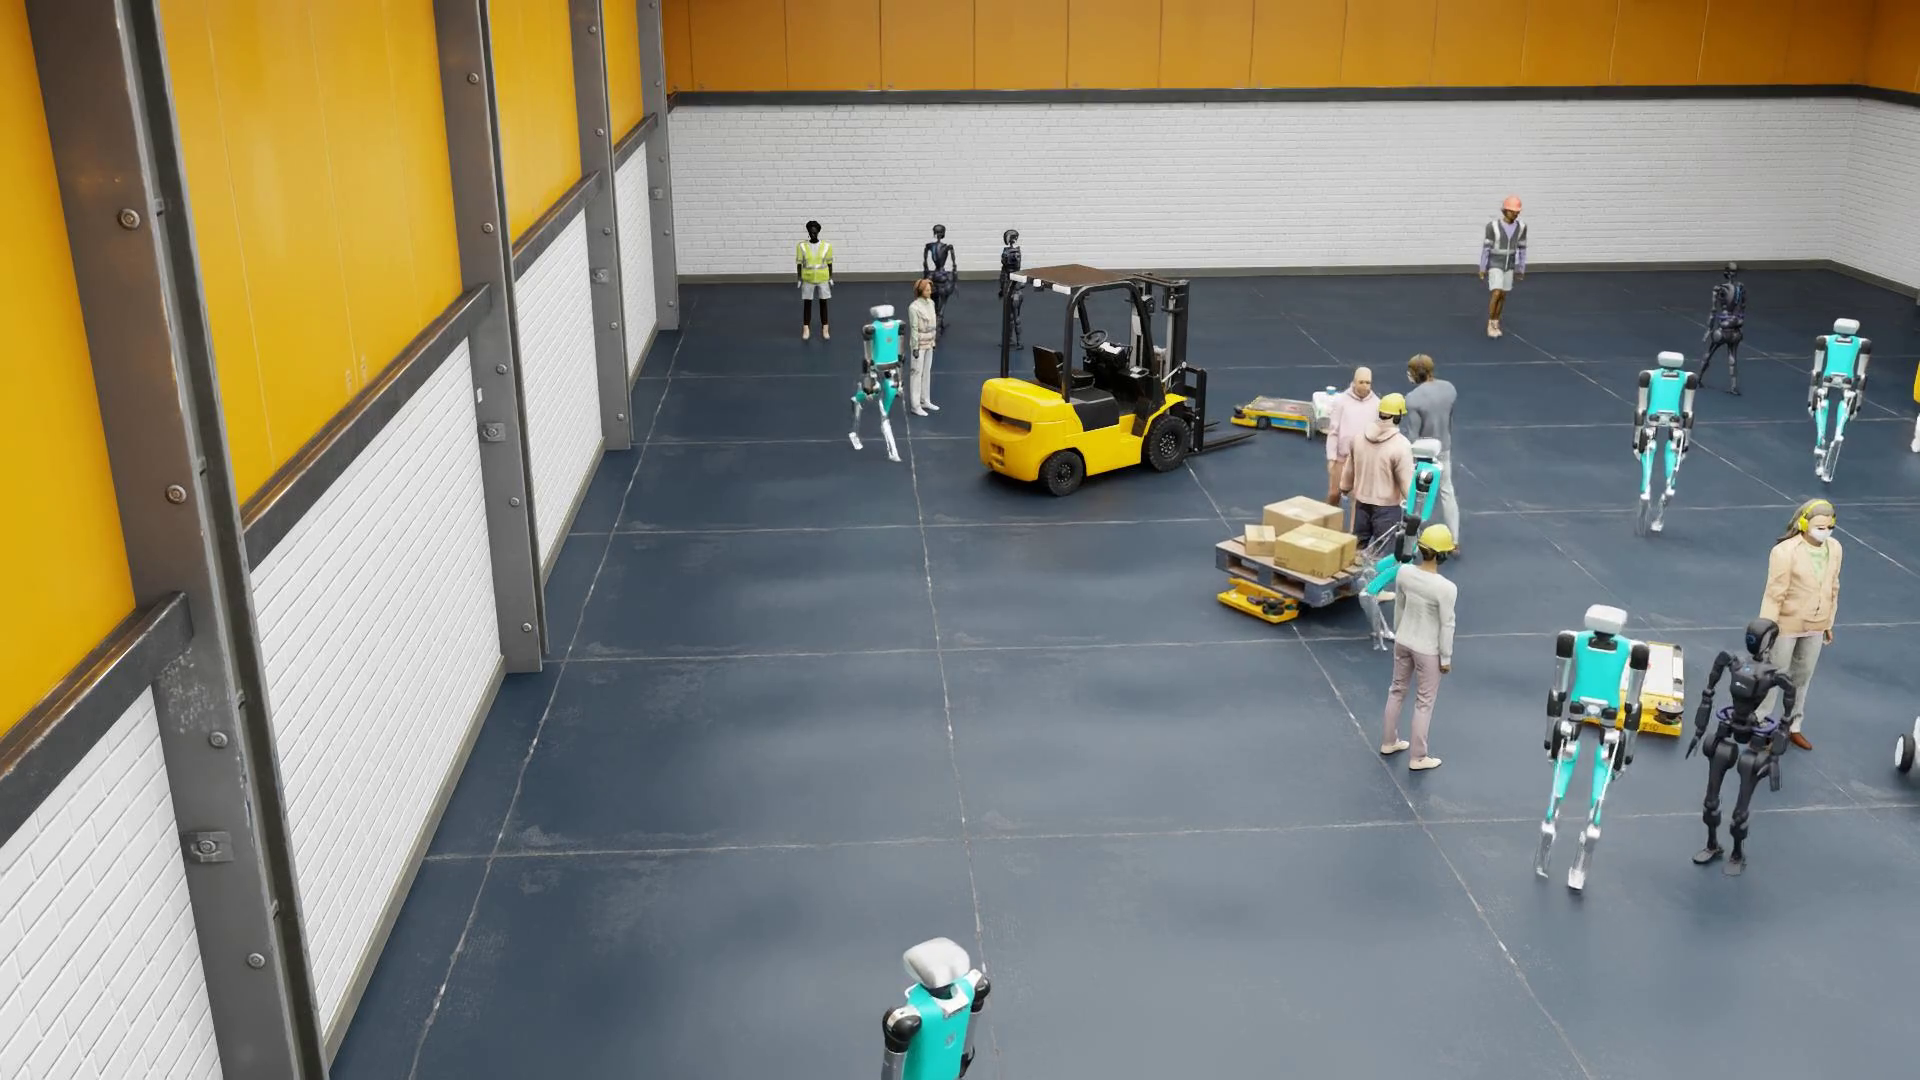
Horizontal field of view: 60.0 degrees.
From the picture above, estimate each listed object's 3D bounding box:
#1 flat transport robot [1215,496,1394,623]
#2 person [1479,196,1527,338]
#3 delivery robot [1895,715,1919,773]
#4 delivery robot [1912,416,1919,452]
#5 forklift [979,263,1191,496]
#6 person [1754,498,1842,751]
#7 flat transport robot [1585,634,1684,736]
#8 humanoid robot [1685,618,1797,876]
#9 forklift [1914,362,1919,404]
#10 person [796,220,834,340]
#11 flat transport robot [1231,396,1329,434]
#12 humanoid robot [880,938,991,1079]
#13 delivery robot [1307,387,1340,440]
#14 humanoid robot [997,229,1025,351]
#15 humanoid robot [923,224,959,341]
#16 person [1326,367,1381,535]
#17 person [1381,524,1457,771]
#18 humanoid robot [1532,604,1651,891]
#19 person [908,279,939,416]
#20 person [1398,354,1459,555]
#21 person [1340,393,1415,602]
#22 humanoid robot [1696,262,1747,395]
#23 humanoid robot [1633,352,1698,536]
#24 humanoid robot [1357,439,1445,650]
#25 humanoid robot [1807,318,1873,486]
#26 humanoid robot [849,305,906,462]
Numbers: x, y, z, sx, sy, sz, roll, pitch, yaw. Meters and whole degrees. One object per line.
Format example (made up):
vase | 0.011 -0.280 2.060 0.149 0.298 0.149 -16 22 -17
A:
flat transport robot | 2.994 0.396 14.547 1.431 0.231 0.659 -15 25 -35
person | 7.742 -3.861 23.601 0.631 2.019 0.677 -4 20 -9
delivery robot | 6.675 1.462 11.249 0.499 0.608 0.786 8 21 20
delivery robot | 10.830 -1.137 18.277 0.499 0.571 0.756 1 20 3
forklift | 1.315 -1.764 17.646 2.313 2.155 1.214 -14 24 -33
person | 5.877 0.588 11.714 0.569 1.868 0.409 -5 21 -12
flat transport robot | 5.155 1.076 12.696 0.659 0.231 1.431 8 22 20
humanoid robot | 4.762 1.249 10.170 0.358 1.639 0.600 -15 25 -36
forklift | 12.602 -2.435 19.475 2.313 2.155 1.214 -1 20 -4
person | -2.054 -3.686 23.594 0.540 1.695 0.316 -2 20 -6
flat transport robot | 3.977 -1.447 19.569 1.431 0.231 0.659 10 22 24
humanoid robot | -0.274 2.390 6.988 0.575 1.746 0.948 -19 27 -41
delivery robot | 4.261 -1.466 19.189 0.499 0.582 0.762 2 20 6
humanoid robot | 0.717 -3.465 23.004 0.315 1.657 0.599 -8 22 -20
humanoid robot | -0.271 -3.674 23.659 0.585 1.622 0.786 11 23 28
person | 3.686 -0.799 15.644 0.510 1.757 0.812 2 20 6
person | 3.195 0.729 11.483 0.338 1.760 0.524 -12 23 -29
humanoid robot | 3.724 1.320 9.913 0.530 1.777 0.778 10 22 24
person | -0.448 -2.323 19.963 0.306 1.640 0.515 10 22 24
person | 4.369 -0.831 15.576 0.710 1.877 0.990 -9 22 -23
person | 3.588 -0.354 14.294 0.435 1.856 0.816 -16 26 -38
humanoid robot | 9.613 -2.678 20.914 0.589 1.630 0.722 -8 22 -21
humanoid robot | 6.691 -0.810 15.841 0.548 1.871 0.739 4 21 12
humanoid robot | 3.467 0.036 13.394 0.711 1.787 0.530 8 22 20
humanoid robot | 9.066 -1.359 17.275 0.531 1.777 1.018 10 23 26
humanoid robot | -0.988 -1.766 18.396 0.532 1.787 1.021 -14 24 -33
